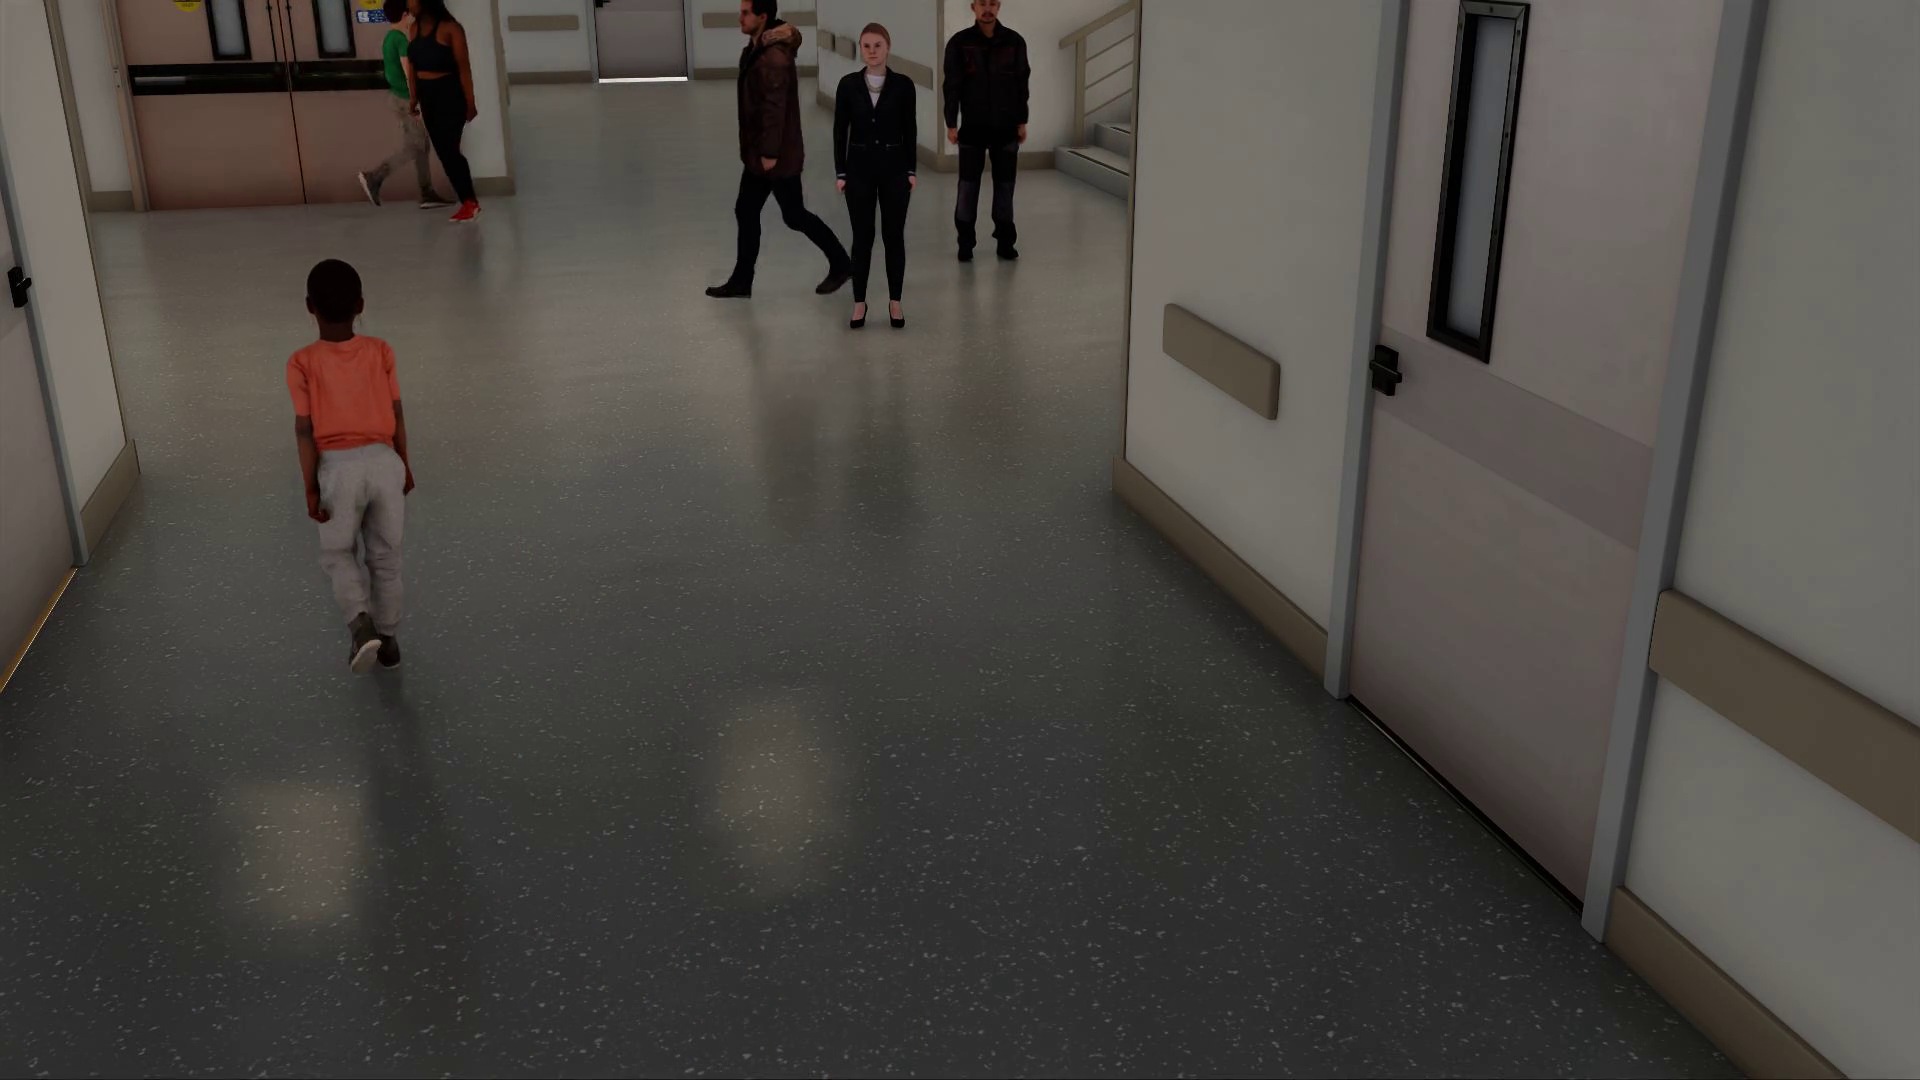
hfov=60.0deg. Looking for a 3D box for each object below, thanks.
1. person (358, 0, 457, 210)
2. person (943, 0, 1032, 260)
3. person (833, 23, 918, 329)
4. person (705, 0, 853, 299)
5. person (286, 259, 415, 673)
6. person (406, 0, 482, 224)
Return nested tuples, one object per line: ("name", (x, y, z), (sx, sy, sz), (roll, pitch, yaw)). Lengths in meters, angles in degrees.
("person", (-4.423, -3.399, 13.048), (0.992, 1.631, 0.685), (-9, 22, -22))
("person", (0.186, -2.852, 11.276), (0.538, 1.864, 0.820), (-5, 21, -12))
("person", (-0.467, -2.037, 9.375), (0.566, 1.685, 0.728), (-1, 21, -3))
("person", (-1.031, -2.328, 9.973), (1.208, 1.806, 0.853), (-9, 23, -23))
("person", (-1.816, -0.191, 5.042), (0.615, 1.302, 0.609), (-10, 23, -25))
("person", (-3.862, -3.318, 12.608), (0.823, 1.792, 0.888), (9, 23, 23))
